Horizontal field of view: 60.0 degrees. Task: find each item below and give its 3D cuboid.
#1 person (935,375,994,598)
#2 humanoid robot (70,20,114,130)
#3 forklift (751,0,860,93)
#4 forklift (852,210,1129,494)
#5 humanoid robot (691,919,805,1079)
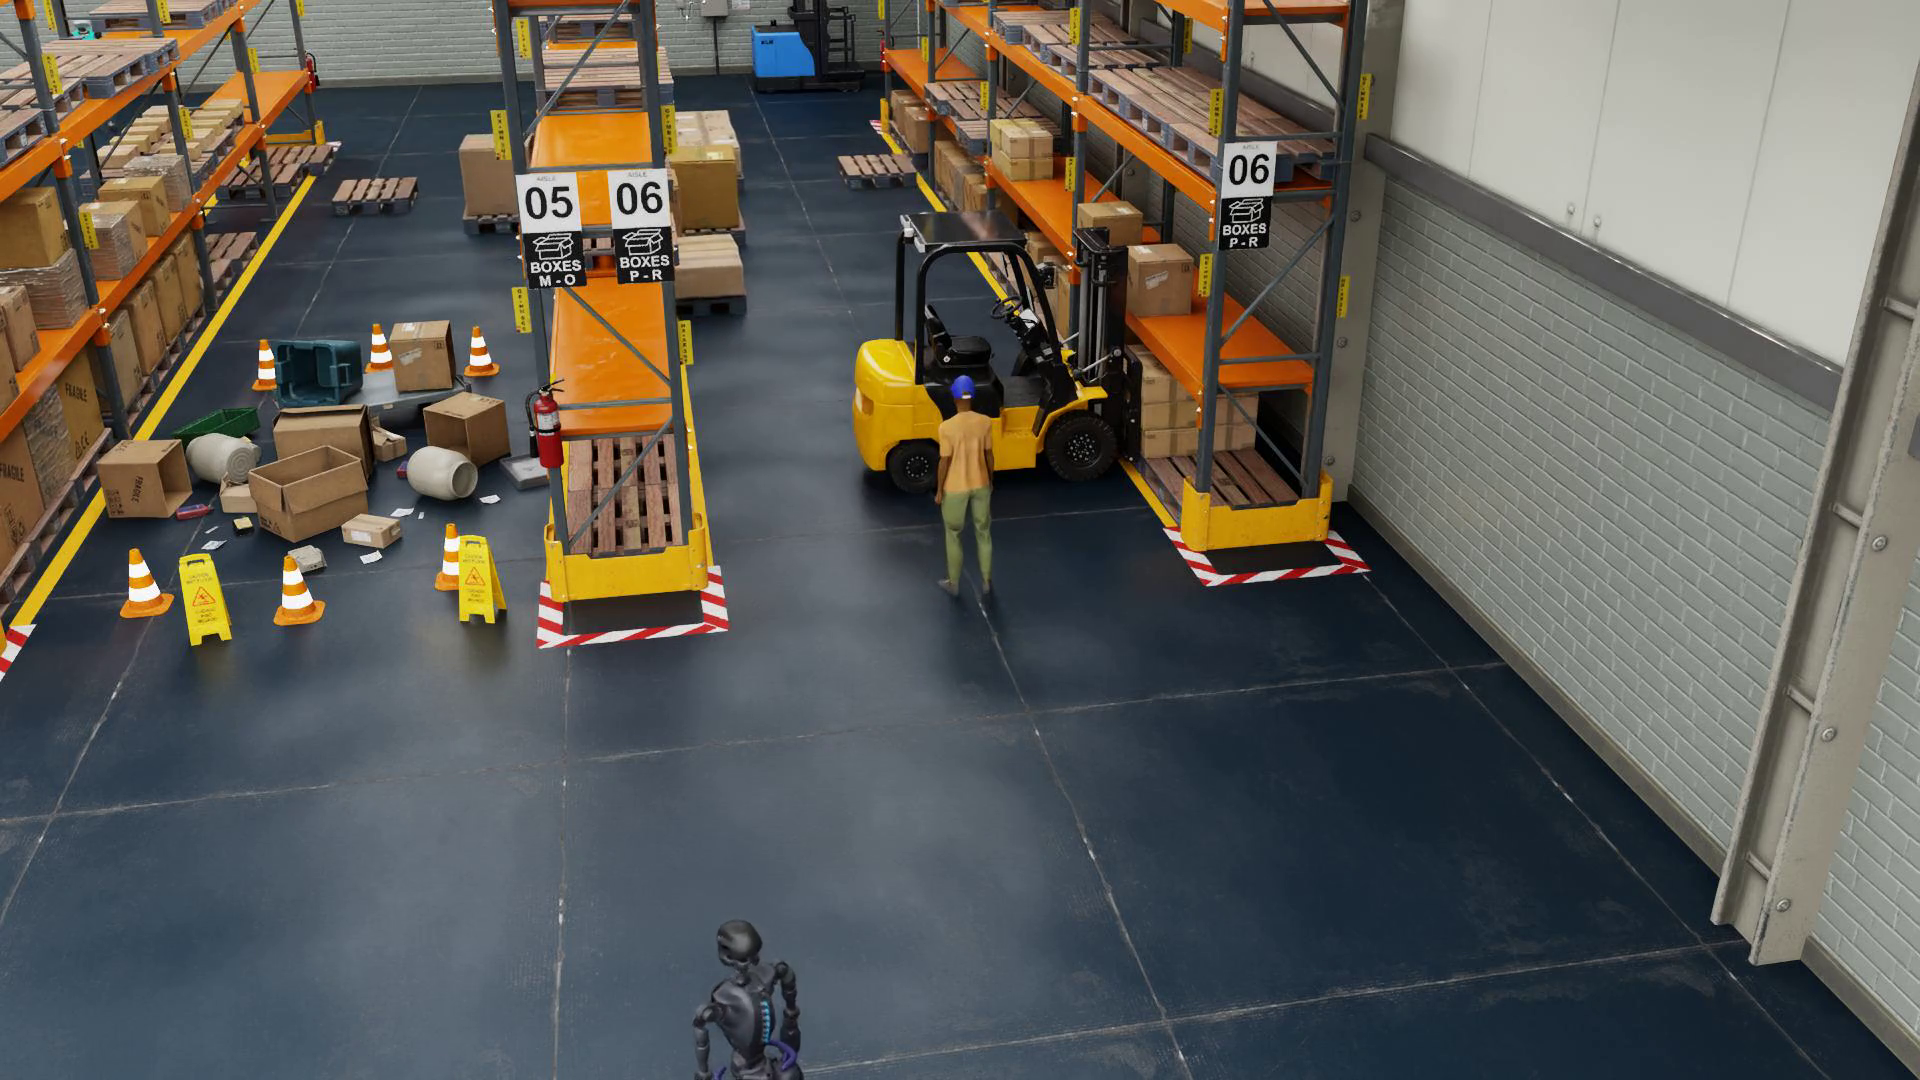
[{"bbox_3d":[0.027,-0.403,12.296,0.457,1.716,0.367,-10,27,-20],"label":"person"},{"bbox_3d":[-14.087,-7.529,27.168,0.545,1.836,0.753,-20,32,-36],"label":"humanoid robot"},{"bbox_3d":[-2.872,-9.679,30.288,1.873,2.768,1.129,-5,26,-10],"label":"forklift"},{"bbox_3d":[0.216,-1.659,14.366,2.313,2.155,1.214,-5,26,-10],"label":"forklift"},{"bbox_3d":[-0.859,2.261,6.791,0.303,1.652,0.610,21,33,36],"label":"humanoid robot"}]
